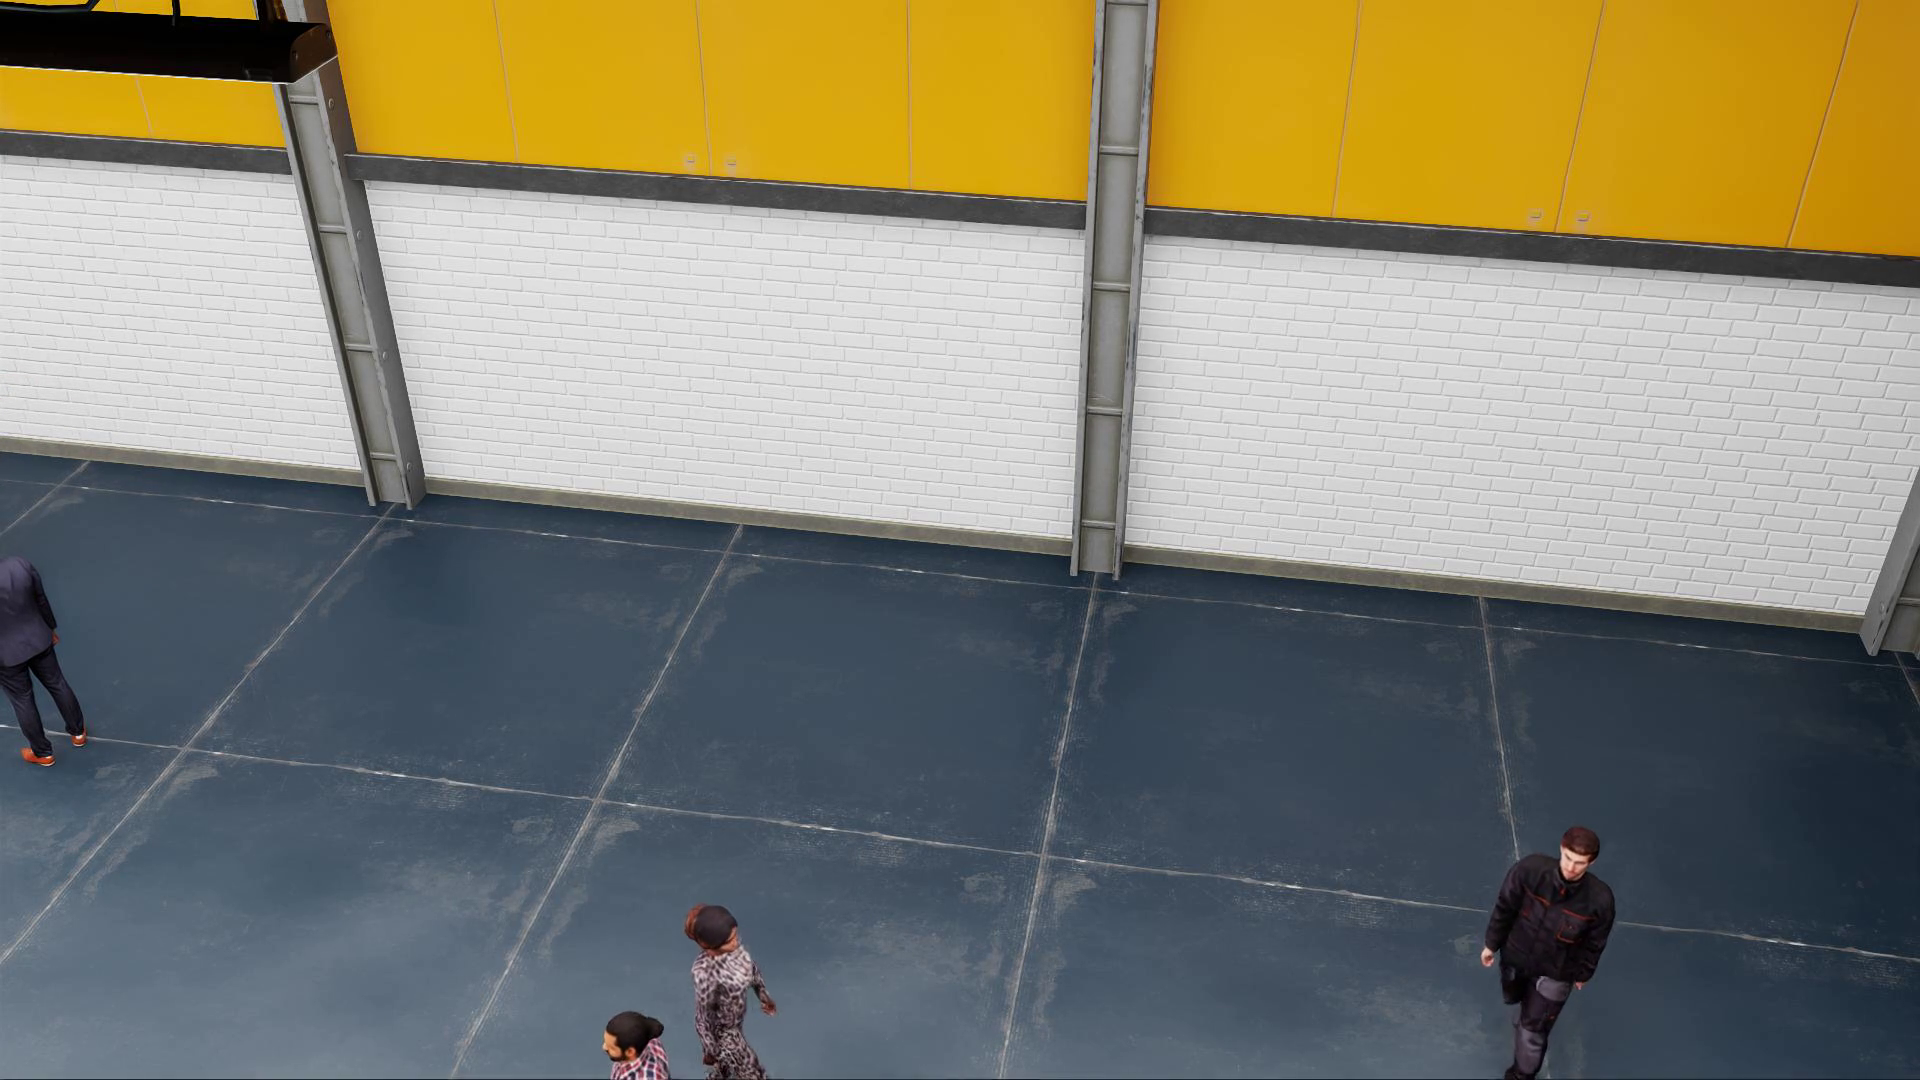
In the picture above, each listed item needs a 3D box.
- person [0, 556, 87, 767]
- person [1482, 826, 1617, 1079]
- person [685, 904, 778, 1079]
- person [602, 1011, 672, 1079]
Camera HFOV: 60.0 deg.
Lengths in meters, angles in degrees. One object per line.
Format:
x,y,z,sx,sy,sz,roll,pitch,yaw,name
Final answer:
-6.221,0.699,11.002,0.778,1.824,0.785,23,40,31,person
3.102,2.165,8.812,1.201,1.805,1.125,24,40,31,person
-1.283,2.457,8.469,0.644,1.699,0.583,4,34,6,person
-1.375,2.838,7.859,1.098,1.740,0.928,-8,34,-12,person
